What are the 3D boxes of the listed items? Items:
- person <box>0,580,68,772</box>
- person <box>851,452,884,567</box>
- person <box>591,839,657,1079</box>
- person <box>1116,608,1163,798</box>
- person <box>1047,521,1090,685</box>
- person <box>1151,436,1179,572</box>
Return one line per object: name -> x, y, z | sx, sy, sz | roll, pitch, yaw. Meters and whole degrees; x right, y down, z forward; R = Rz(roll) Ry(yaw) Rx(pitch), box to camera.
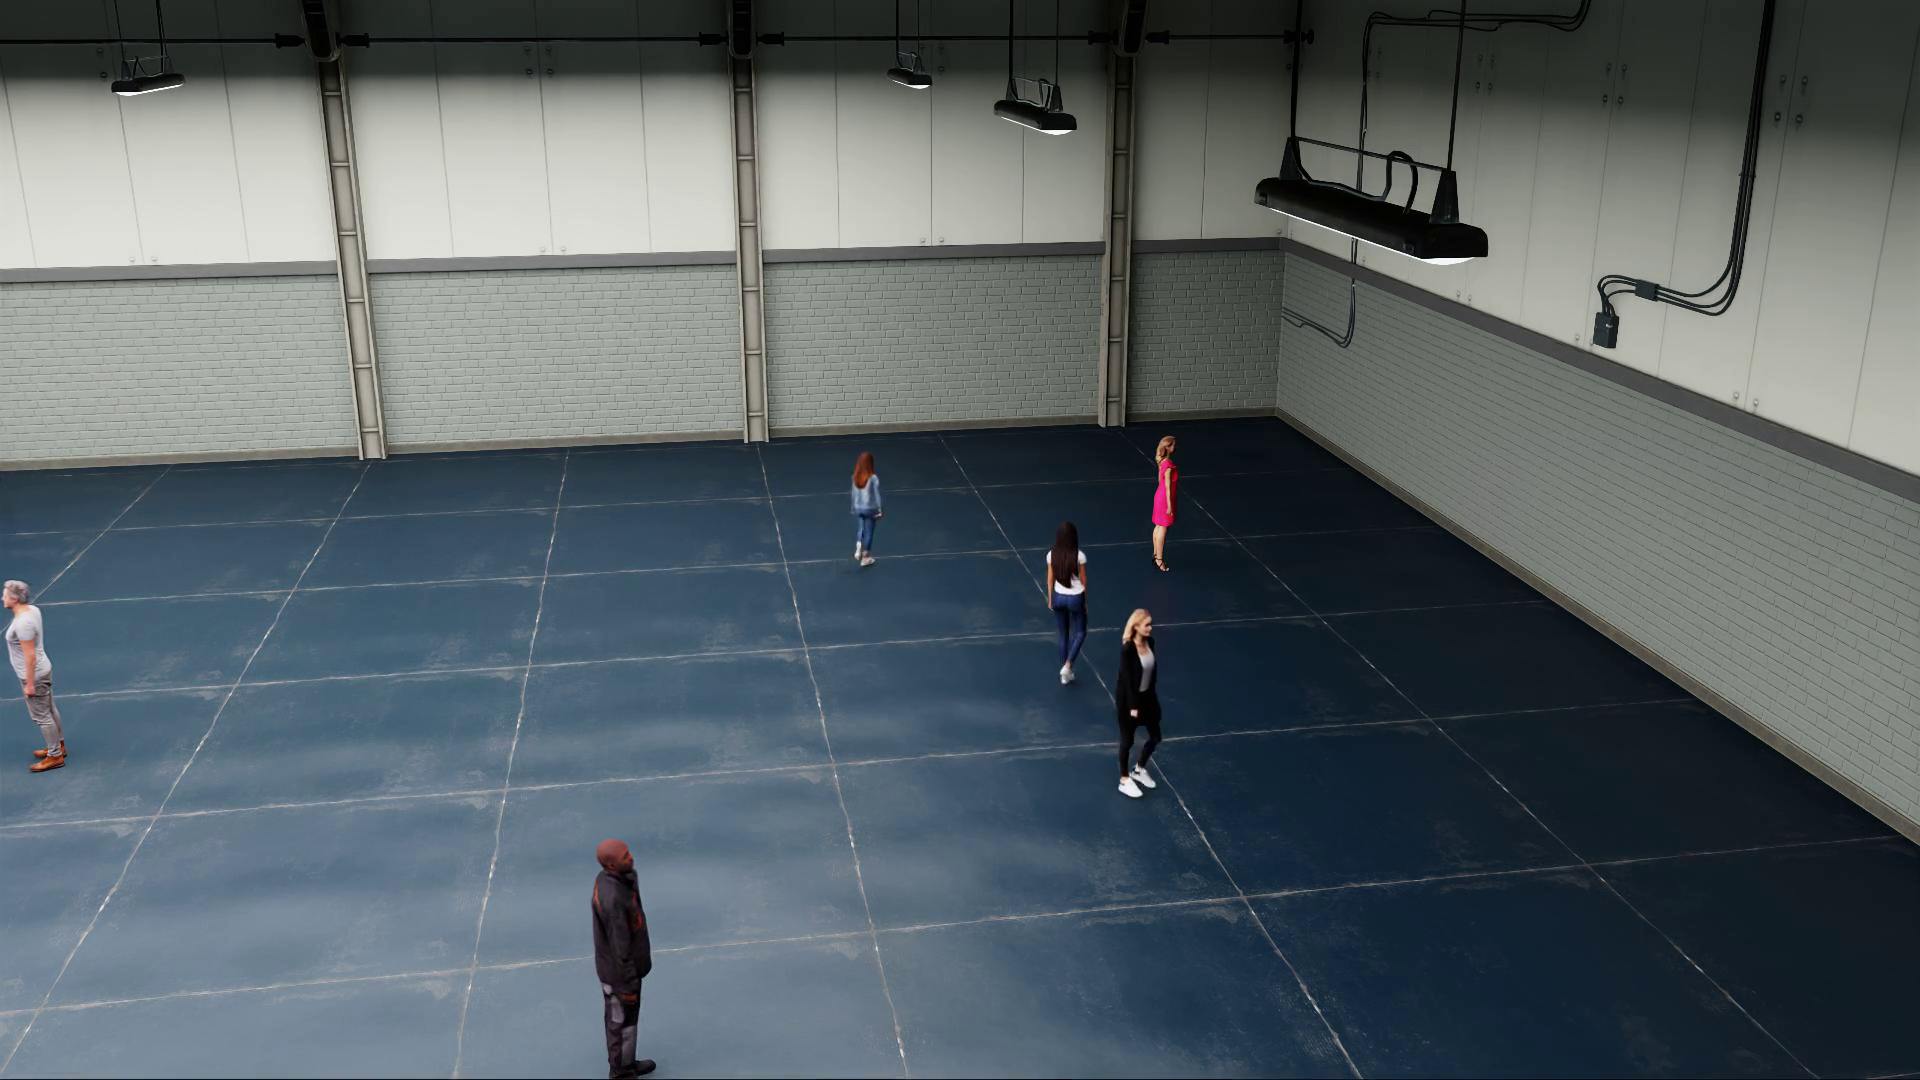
person -> -8.589, 1.238, 15.445 | 0.619, 1.827, 0.737 | -7, 19, -21
person -> -1.235, -0.374, 20.978 | 0.677, 1.467, 0.744 | 11, 21, 30
person -> -2.218, 2.757, 10.784 | 0.607, 1.826, 0.708 | -5, 19, -14
person -> 1.498, 1.438, 14.888 | 0.684, 1.792, 0.775 | -16, 24, -40
person -> 1.098, 0.690, 17.233 | 0.760, 1.762, 0.826 | 8, 20, 22
person -> 2.564, -0.482, 20.888 | 0.573, 1.728, 0.598 | -1, 18, -2
